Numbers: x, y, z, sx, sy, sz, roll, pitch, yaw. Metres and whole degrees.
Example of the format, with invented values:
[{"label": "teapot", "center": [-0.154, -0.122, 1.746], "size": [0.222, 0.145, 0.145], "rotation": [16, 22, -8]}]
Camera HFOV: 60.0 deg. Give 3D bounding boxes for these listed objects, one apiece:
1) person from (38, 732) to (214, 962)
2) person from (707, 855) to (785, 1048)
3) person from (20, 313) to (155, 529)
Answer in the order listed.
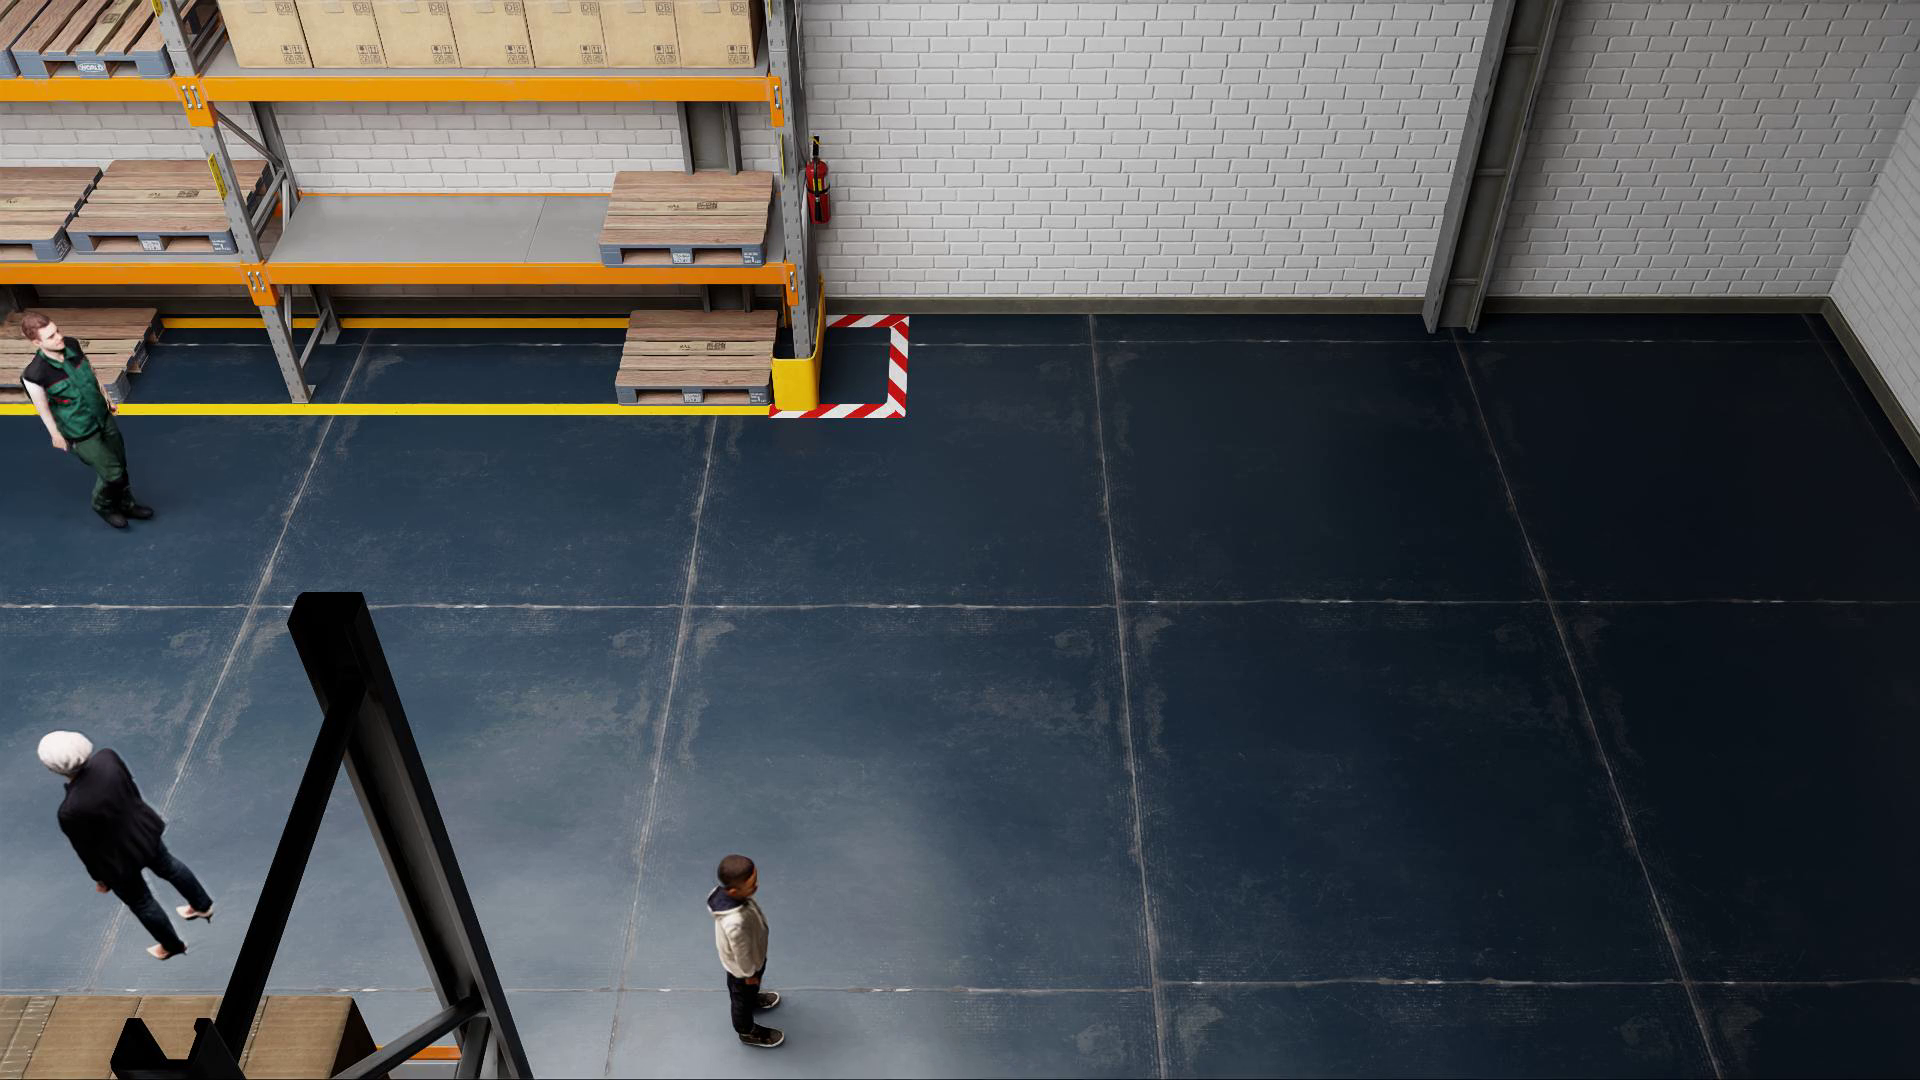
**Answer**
[{"label": "person", "center": [-4.210, 1.509, 8.423], "size": [0.648, 1.778, 0.756], "rotation": [7, 44, 8]}, {"label": "person", "center": [-1.148, 2.133, 8.708], "size": [0.559, 1.450, 0.607], "rotation": [-6, 44, -6]}, {"label": "person", "center": [-6.132, -0.827, 11.539], "size": [0.732, 1.831, 0.716], "rotation": [8, 44, 9]}]
